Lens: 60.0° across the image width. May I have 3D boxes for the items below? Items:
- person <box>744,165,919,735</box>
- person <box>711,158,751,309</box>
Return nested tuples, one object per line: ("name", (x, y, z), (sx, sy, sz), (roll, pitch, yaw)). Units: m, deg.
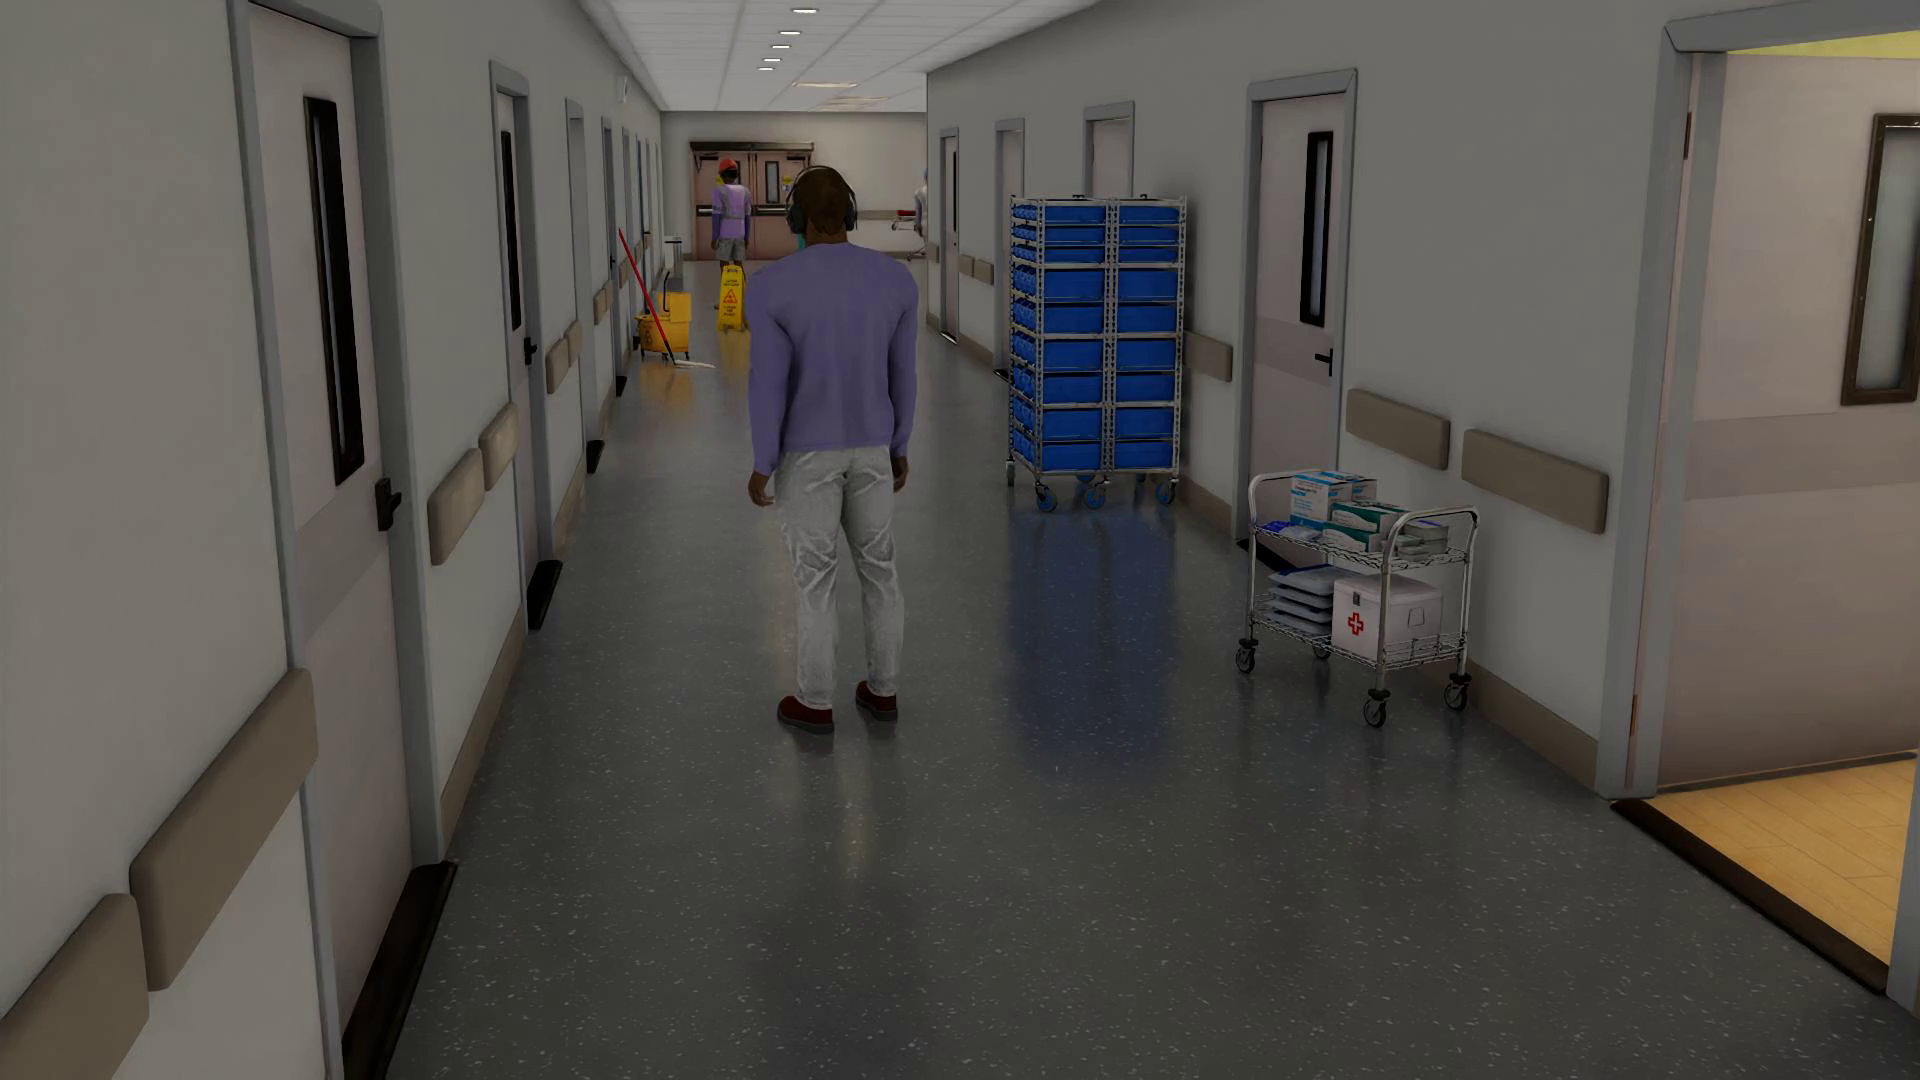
("person", (-0.436, -0.293, 5.694), (0.627, 1.933, 0.374), (-7, 14, -28))
("person", (-3.126, -4.148, 22.609), (0.613, 2.029, 0.407), (-12, 18, -43))
